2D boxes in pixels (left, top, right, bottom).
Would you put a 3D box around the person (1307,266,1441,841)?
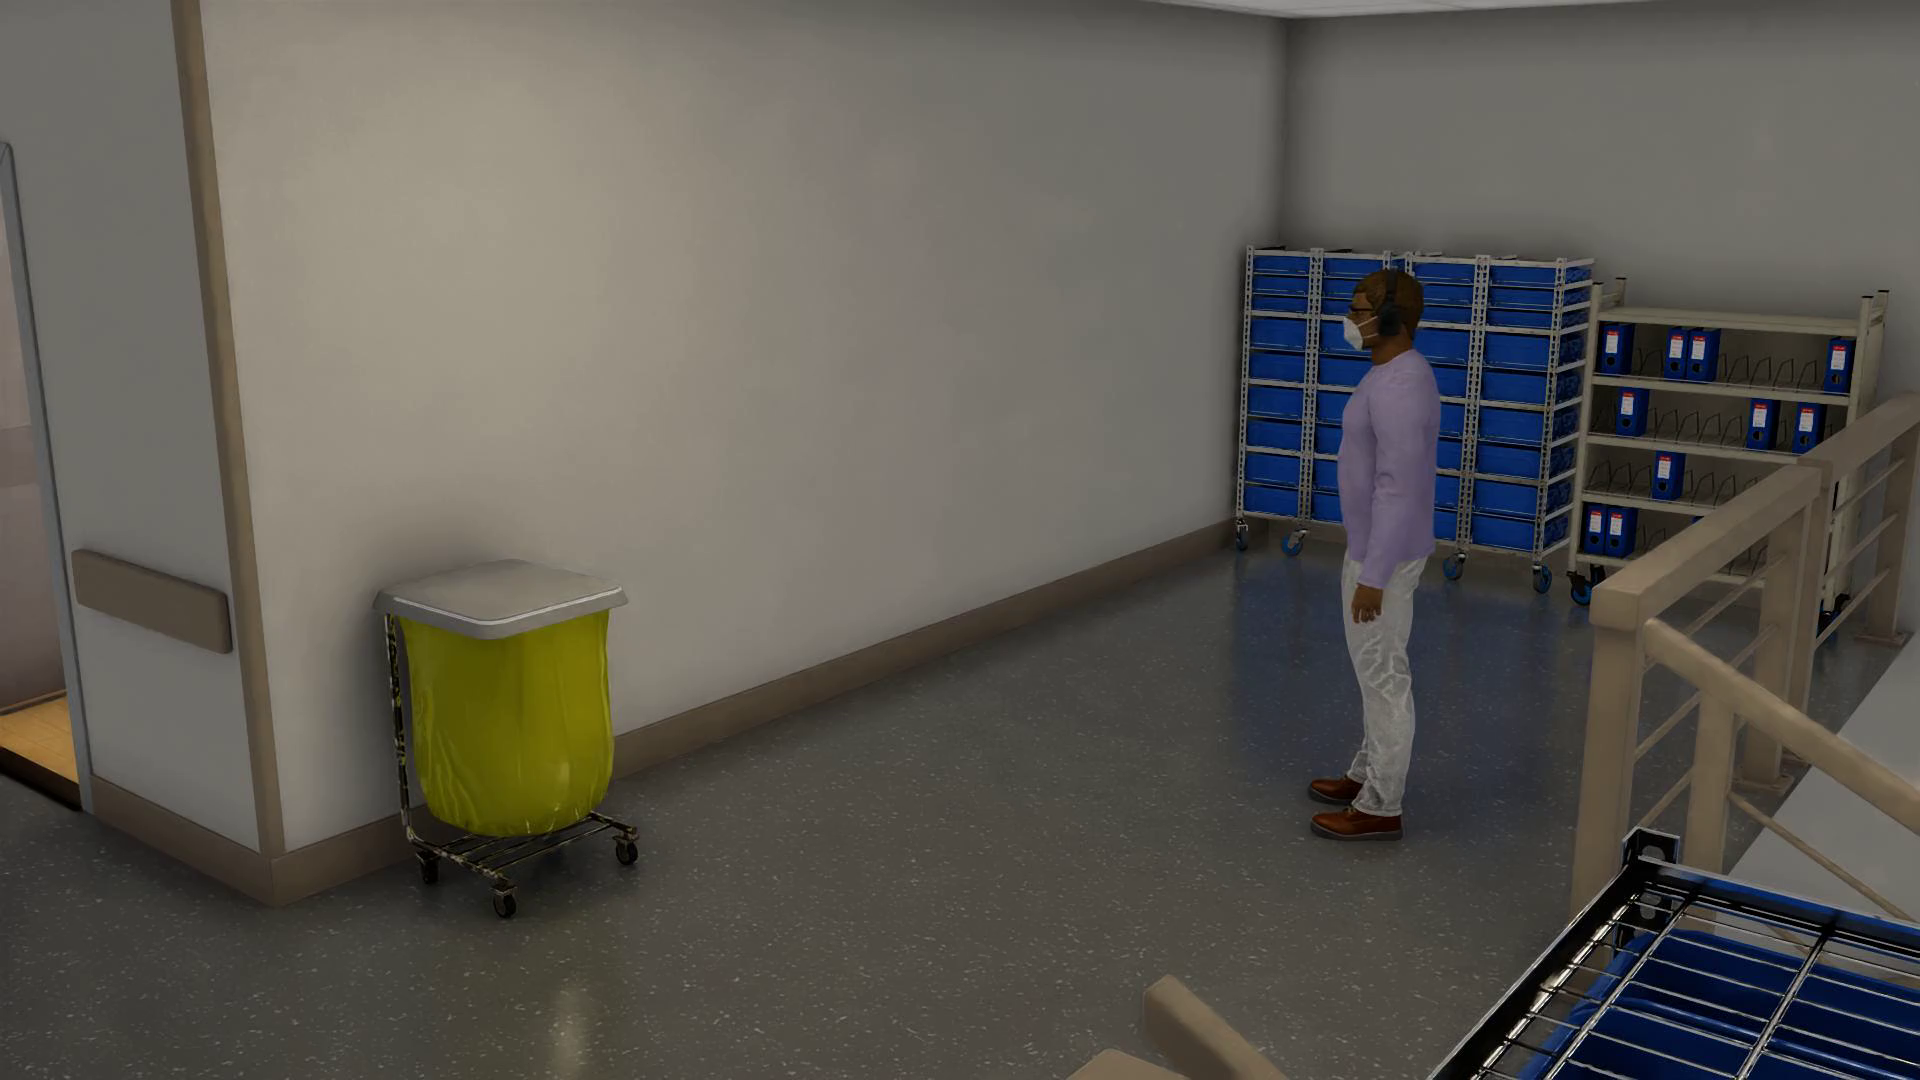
[{"bbox_3d":[1.405,0.057,5.607,0.372,1.940,0.630,3,14,12],"label":"person"}]
